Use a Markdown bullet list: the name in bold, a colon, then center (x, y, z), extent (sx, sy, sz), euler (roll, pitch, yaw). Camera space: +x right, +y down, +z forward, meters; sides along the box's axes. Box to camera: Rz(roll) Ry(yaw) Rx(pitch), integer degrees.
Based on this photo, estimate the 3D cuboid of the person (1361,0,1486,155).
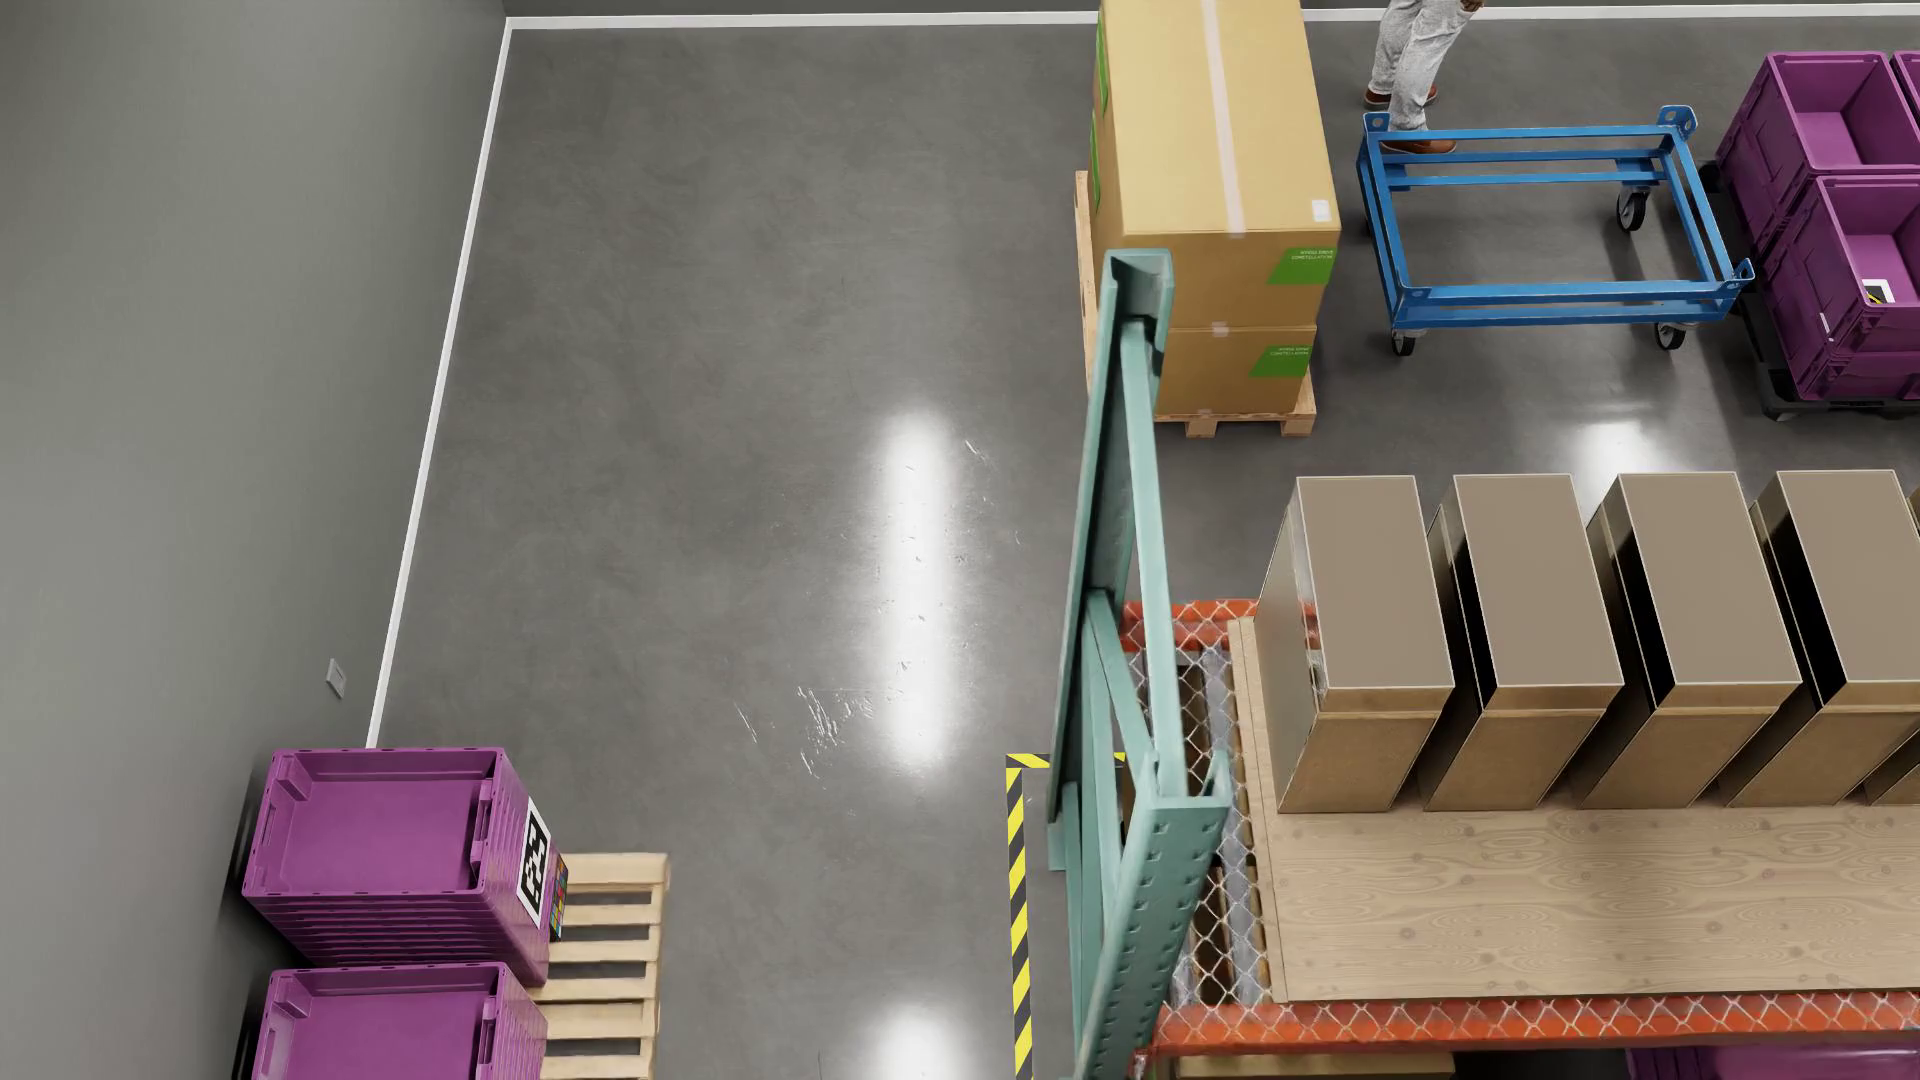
- **person**: center (1.832, -2.241, 6.077), extent (0.352, 1.937, 0.635), euler (-3, 58, -2)
